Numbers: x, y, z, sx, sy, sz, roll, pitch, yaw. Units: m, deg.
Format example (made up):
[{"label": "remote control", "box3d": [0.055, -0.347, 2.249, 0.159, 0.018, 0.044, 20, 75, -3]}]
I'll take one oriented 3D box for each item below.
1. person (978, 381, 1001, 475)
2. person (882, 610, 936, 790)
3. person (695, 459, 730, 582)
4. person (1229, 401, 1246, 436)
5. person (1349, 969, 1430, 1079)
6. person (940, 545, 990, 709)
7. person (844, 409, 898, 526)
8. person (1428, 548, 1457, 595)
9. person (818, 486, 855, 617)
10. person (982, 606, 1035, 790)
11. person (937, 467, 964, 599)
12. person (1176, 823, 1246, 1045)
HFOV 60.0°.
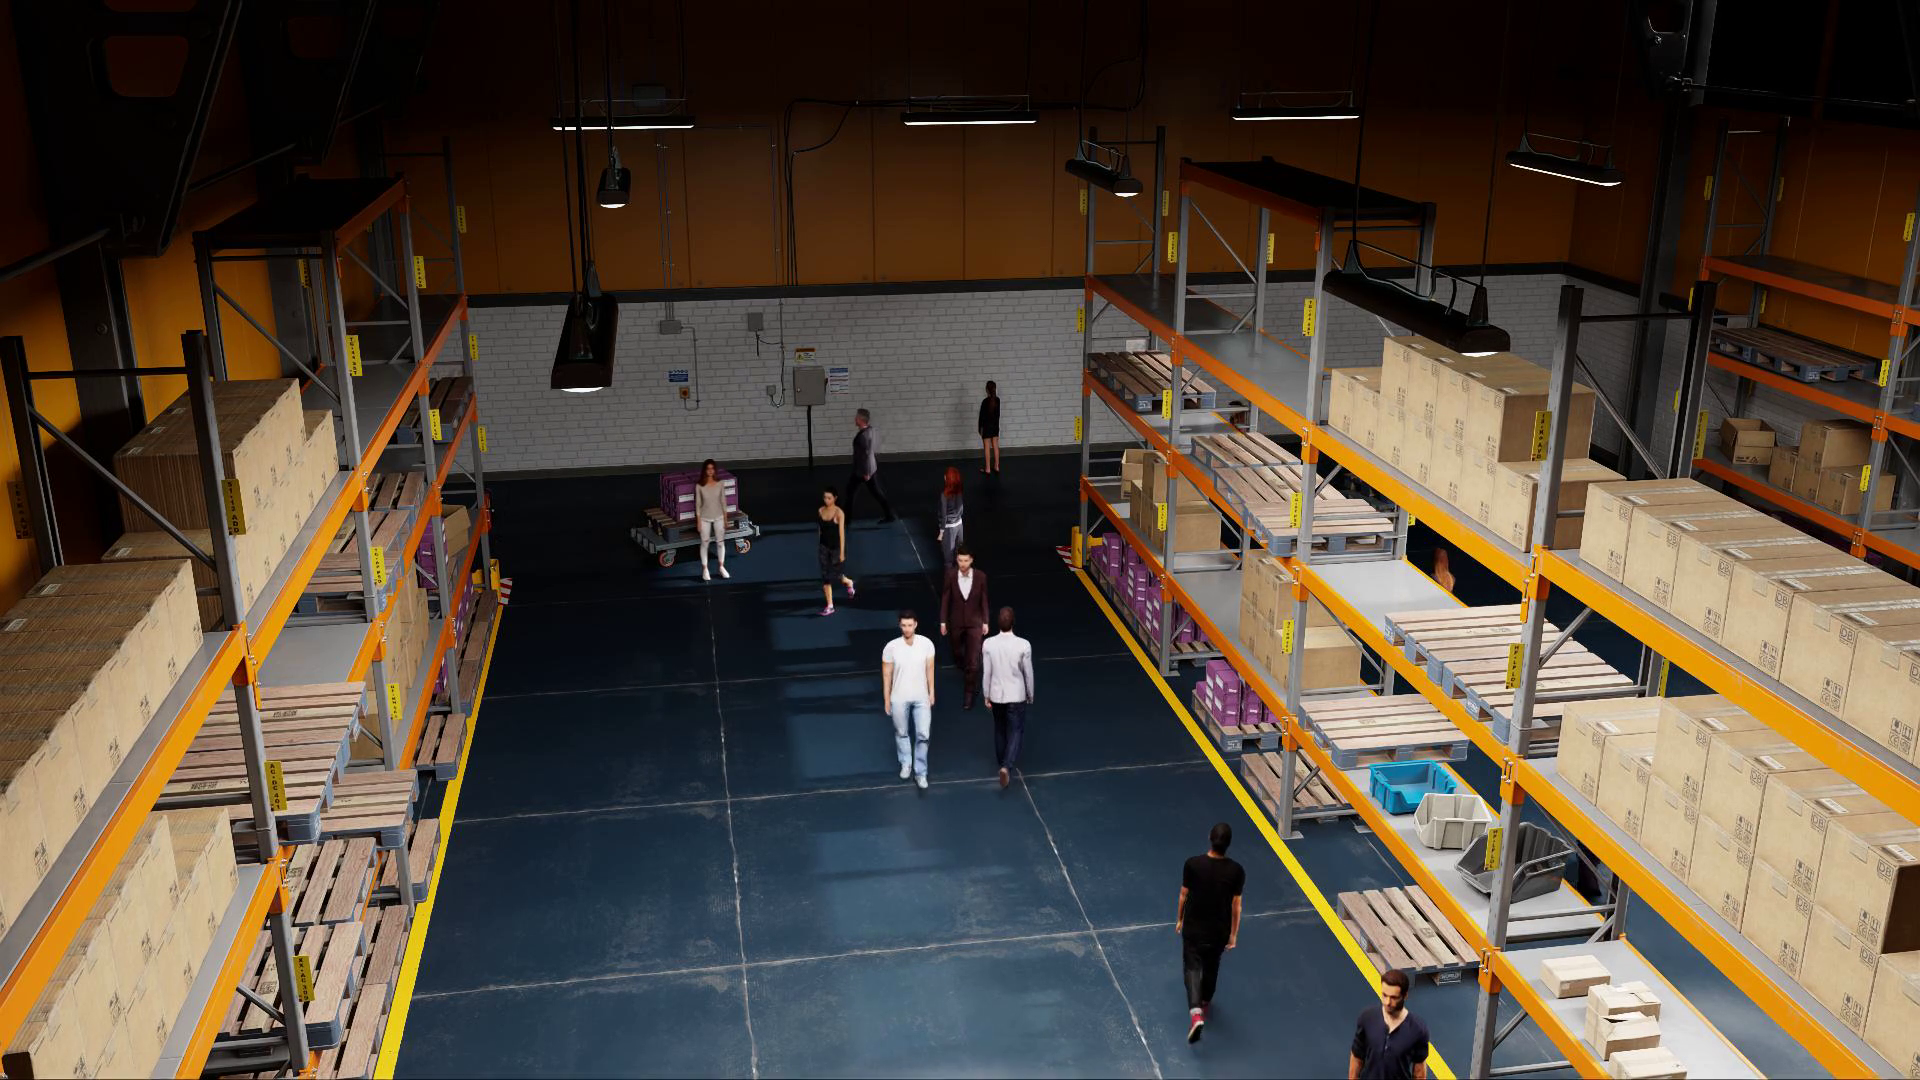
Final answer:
[{"label": "person", "box3d": [0.502, -1.886, 27.611, 0.614, 1.548, 0.619, -13, 22, -33]}, {"label": "person", "box3d": [-0.511, 1.558, 16.922, 0.757, 1.843, 0.924, 0, 19, -1]}, {"label": "person", "box3d": [-3.388, -0.293, 22.633, 0.620, 1.706, 0.599, -7, 20, -19]}, {"label": "person", "box3d": [4.291, -1.321, 25.678, 0.703, 1.711, 0.585, -7, 20, -20]}, {"label": "person", "box3d": [2.775, 3.604, 10.825, 0.725, 1.857, 0.737, 8, 20, 23]}, {"label": "person", "box3d": [0.072, 0.917, 18.837, 0.925, 1.835, 1.234, 1, 19, 2]}, {"label": "person", "box3d": [-1.335, -1.045, 24.726, 1.082, 1.795, 1.273, 3, 19, 8]}, {"label": "person", "box3d": [5.480, 0.959, 18.958, 0.781, 1.678, 1.107, -8, 20, -23]}, {"label": "person", "box3d": [-1.589, 0.121, 21.406, 0.887, 1.704, 0.964, 13, 22, 33]}, {"label": "person", "box3d": [0.457, 1.604, 16.811, 0.986, 1.825, 1.213, 5, 19, 14]}, {"label": "person", "box3d": [-0.119, -0.120, 22.002, 0.702, 1.780, 0.654, 14, 23, 36]}, {"label": "person", "box3d": [1.902, 3.022, 12.748, 0.804, 1.732, 1.081, 1, 19, 4]}]
